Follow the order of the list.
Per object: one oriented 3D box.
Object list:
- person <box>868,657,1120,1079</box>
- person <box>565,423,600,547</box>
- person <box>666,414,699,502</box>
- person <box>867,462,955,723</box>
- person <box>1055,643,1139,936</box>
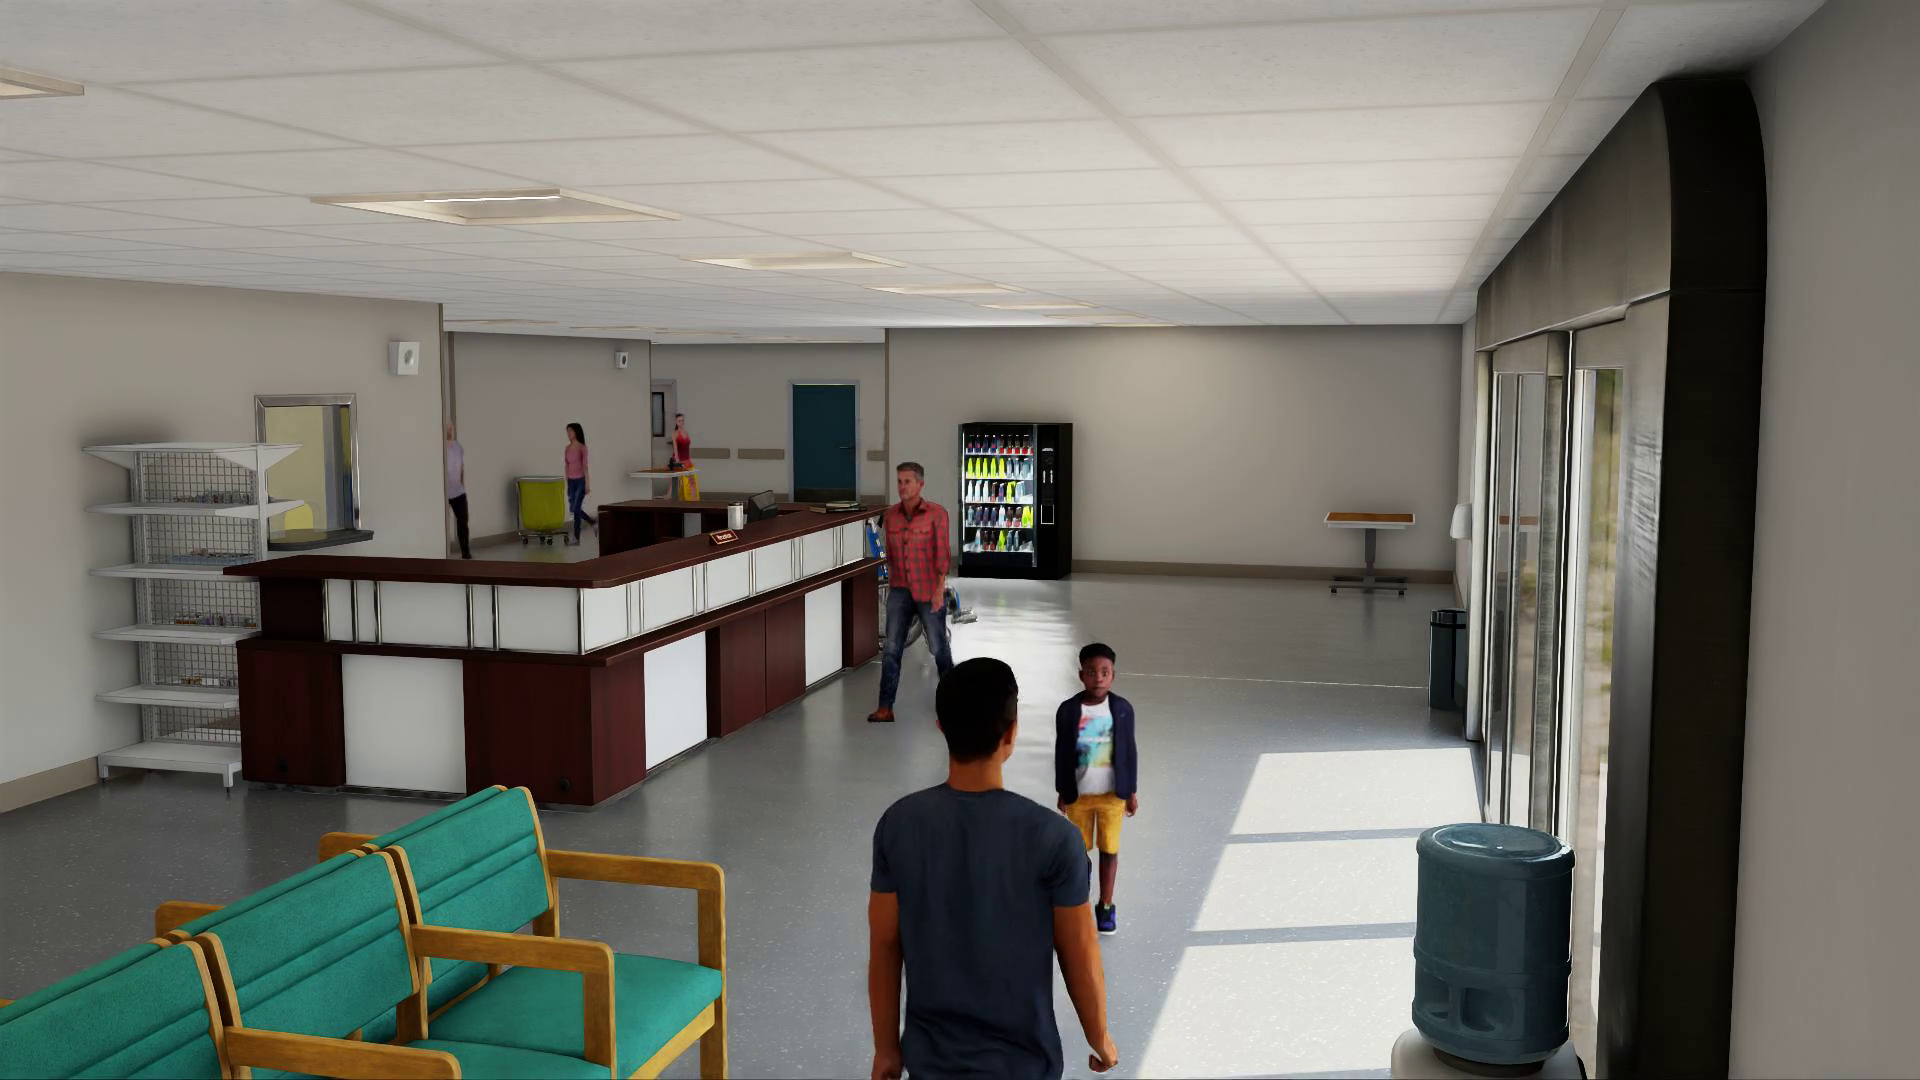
[{"bbox_3d":[0.015,1.178,3.658,0.828,1.791,0.815,3,6,27],"label":"person"},{"bbox_3d":[-5.348,-0.786,23.526,0.966,1.722,0.808,3,6,28],"label":"person"},{"bbox_3d":[-4.845,-1.286,28.561,1.182,1.709,0.852,4,7,34],"label":"person"},{"bbox_3d":[-0.244,0.378,11.649,1.191,1.783,0.861,2,6,22],"label":"person"},{"bbox_3d":[0.603,1.072,7.360,0.695,1.261,0.667,0,6,1],"label":"person"}]
